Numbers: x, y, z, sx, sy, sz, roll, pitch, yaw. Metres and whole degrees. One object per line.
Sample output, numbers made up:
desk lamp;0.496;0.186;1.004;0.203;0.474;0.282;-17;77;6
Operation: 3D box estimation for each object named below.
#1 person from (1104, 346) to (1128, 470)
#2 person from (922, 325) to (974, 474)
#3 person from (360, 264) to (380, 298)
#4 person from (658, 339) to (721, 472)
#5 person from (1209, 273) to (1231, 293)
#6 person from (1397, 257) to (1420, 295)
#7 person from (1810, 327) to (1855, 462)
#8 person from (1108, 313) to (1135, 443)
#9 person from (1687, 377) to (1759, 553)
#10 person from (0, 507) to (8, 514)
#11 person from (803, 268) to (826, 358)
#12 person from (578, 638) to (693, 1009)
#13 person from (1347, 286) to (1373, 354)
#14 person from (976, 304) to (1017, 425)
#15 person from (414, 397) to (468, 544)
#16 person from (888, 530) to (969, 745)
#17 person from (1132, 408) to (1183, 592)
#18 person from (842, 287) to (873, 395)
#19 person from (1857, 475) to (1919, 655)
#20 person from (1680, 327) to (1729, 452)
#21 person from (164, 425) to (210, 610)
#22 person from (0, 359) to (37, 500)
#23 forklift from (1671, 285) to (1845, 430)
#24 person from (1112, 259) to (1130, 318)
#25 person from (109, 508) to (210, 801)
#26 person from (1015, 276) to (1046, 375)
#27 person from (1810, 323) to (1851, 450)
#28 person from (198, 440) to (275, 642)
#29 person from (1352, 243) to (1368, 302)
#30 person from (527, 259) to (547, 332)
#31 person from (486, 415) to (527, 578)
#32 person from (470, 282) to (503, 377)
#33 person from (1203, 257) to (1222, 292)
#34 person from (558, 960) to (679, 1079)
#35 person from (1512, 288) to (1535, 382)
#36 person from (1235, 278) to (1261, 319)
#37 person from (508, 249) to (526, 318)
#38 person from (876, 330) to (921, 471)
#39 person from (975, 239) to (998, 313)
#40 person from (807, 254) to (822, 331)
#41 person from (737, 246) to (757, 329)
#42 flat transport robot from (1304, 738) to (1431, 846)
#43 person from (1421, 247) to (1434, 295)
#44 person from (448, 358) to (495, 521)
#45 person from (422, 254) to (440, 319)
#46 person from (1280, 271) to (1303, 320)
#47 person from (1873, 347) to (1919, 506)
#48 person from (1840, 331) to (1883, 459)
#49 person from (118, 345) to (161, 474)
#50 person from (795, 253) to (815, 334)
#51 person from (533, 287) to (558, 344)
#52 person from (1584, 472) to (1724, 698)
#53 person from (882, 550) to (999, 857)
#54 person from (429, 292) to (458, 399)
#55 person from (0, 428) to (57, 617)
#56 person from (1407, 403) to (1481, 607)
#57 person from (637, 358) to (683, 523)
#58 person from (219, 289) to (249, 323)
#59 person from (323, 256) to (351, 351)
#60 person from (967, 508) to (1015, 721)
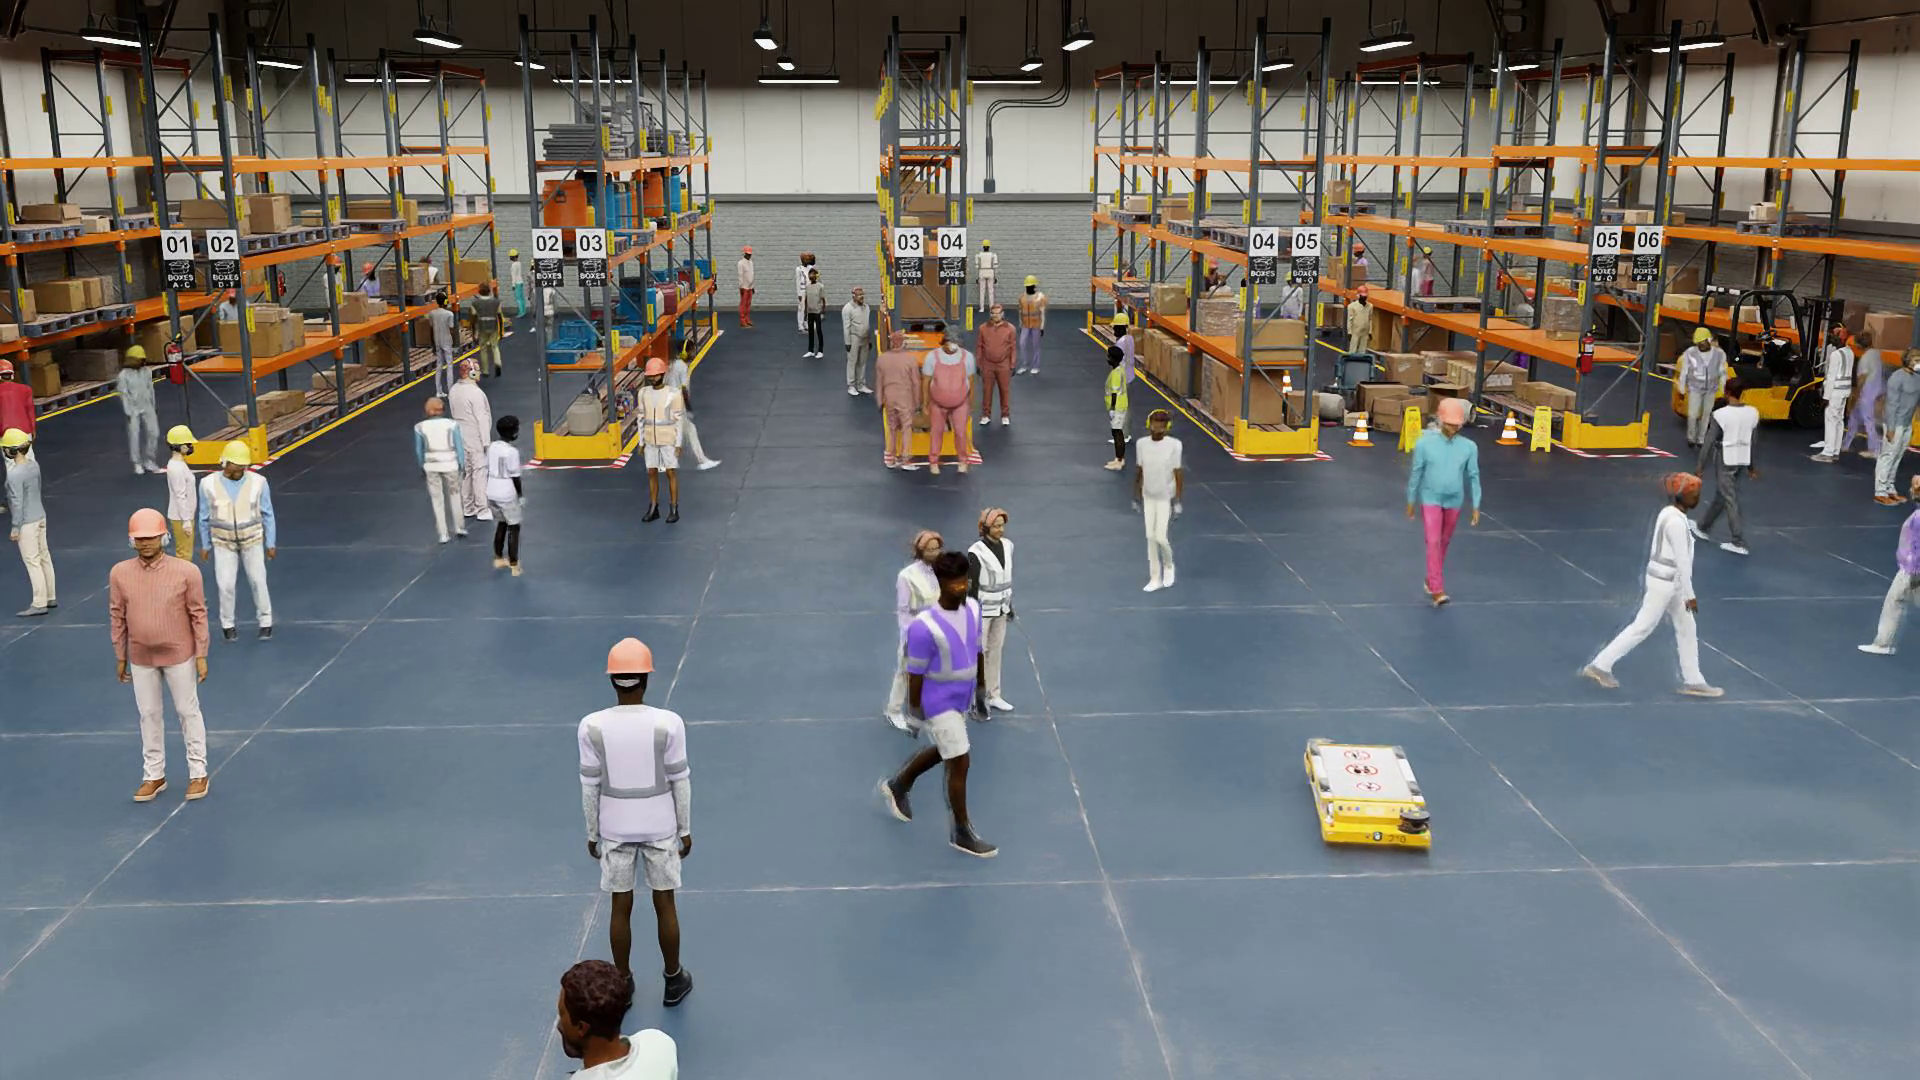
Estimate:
person;2.124;-1.797;22.636;0.322;1.689;0.530;2;13;9
person;-0.153;-1.889;22.270;0.699;2.000;0.540;-1;13;-2
person;-12.610;-5.029;35.907;0.560;1.895;0.909;-3;14;-11
person;-3.740;-1.797;22.376;0.939;1.810;0.530;-1;13;-6
person;5.660;-4.999;36.316;0.498;1.633;0.278;-2;13;-7
person;11.039;-6.137;40.939;0.577;1.727;0.687;12;18;42
person;12.219;-2.025;23.213;0.582;1.880;0.366;-12;18;-41
person;2.397;-2.395;24.655;0.377;1.929;0.585;4;14;18
person;8.346;-0.849;18.224;0.621;1.864;0.981;-5;14;-20
person;-11.720;-1.314;19.835;0.790;2.000;0.707;-1;13;-3
person;-3.047;-4.730;34.678;0.531;1.867;0.316;7;15;29
person;-1.626;1.438;8.417;0.542;1.929;0.373;-1;13;-3
person;7.619;-3.962;31.667;0.559;1.752;0.325;-5;14;-22
person;0.569;-2.763;26.257;0.651;1.907;0.409;2;13;8
person;-5.762;-0.788;18.513;0.546;1.607;0.617;-3;14;-11
person;-0.269;0.697;12.278;0.523;1.592;0.873;-9;16;-33
person;1.921;-0.392;16.346;0.543;1.844;0.386;9;16;32
person;-1.795;-3.534;29.527;0.408;1.908;0.646;10;17;38
person;8.218;0.241;14.172;0.770;1.612;0.523;11;17;38
person;10.681;-2.144;23.856;0.620;1.797;0.559;2;13;9
person;-7.318;-0.210;15.745;0.327;1.767;0.533;-6;15;-25
person;-11.782;-1.370;20.682;0.327;1.753;0.563;10;17;37
forklift;12.503;-2.886;26.166;2.313;2.155;1.214;-1;13;-3
person;3.992;-6.108;41.031;0.522;1.628;0.314;-1;13;-6
person;-5.343;0.764;11.121;0.621;1.997;0.372;-1;13;-6
person;1.347;-4.121;32.024;0.606;1.901;0.769;6;14;23
person;12.629;-2.214;24.049;0.328;1.861;0.506;-2;13;-6
person;-6.383;0.011;14.717;0.614;1.811;0.404;-5;14;-22
person;9.726;-6.219;40.614;0.394;2.040;0.609;-2;13;-8
person;-10.040;-5.814;39.535;0.492;1.742;0.316;0;13;-1
person;-4.644;-0.453;16.968;0.358;1.670;0.547;-11;17;-39
person;-9.001;-3.994;31.648;0.575;1.825;0.563;-8;15;-30
person;5.495;-5.278;36.755;0.627;2.000;0.854;0;13;-1
person;-1.060;2.204;5.192;0.393;1.920;0.587;4;14;18
person;10.594;-3.834;31.149;0.345;1.747;0.572;-2;13;-10
person;5.368;-3.982;31.395;0.593;1.921;0.391;3;14;14
person;-11.423;-6.592;42.809;0.343;1.758;0.520;0;13;0
person;-0.805;-1.896;22.596;0.651;1.904;0.403;7;15;26
person;0.704;-7.010;44.208;0.595;1.927;0.376;0;13;0
person;-3.552;-5.899;39.705;0.431;1.836;0.643;-9;16;-33
person;-5.170;-6.145;40.411;0.392;1.988;0.609;5;14;21
flat transport robot;2.688;1.650;11.070;0.652;0.197;1.431;1;13;6
person;12.275;-6.822;43.782;0.351;1.759;0.523;12;18;41
person;-5.697;-1.181;19.557;0.643;1.909;0.409;12;18;41
person;-12.648;-5.871;39.588;0.578;1.833;0.480;-1;13;-2
person;6.993;-4.793;35.160;0.327;1.767;0.533;-12;18;-42
person;11.530;-1.398;20.409;0.629;1.940;0.376;-11;17;-38
person;12.714;-2.061;23.540;0.849;1.793;0.584;13;18;43
person;-10.990;-1.737;22.292;0.537;1.723;0.514;11;17;39
person;-3.653;-5.810;39.221;0.354;1.883;0.573;6;15;25
person;-8.898;-4.861;35.728;0.536;1.627;0.366;-2;13;-10
person;5.579;0.345;13.270;1.023;1.845;0.563;6;14;23
person;-0.152;0.974;10.436;0.925;1.919;0.603;9;16;33
person;-9.006;-3.391;29.031;0.515;1.861;0.321;4;14;18
person;-8.741;-0.168;15.571;0.309;1.769;0.525;-2;13;-7
person;4.657;-0.341;15.916;0.644;1.937;1.016;0;13;1
person;-3.506;-1.160;19.400;0.551;1.936;0.356;3;14;12
person;-13.993;-4.051;32.165;0.572;1.695;0.917;-4;14;-17
person;-13.435;-5.105;35.891;0.387;2.039;0.615;2;14;10
person;0.233;0.552;12.786;0.315;1.640;0.514;11;17;38
